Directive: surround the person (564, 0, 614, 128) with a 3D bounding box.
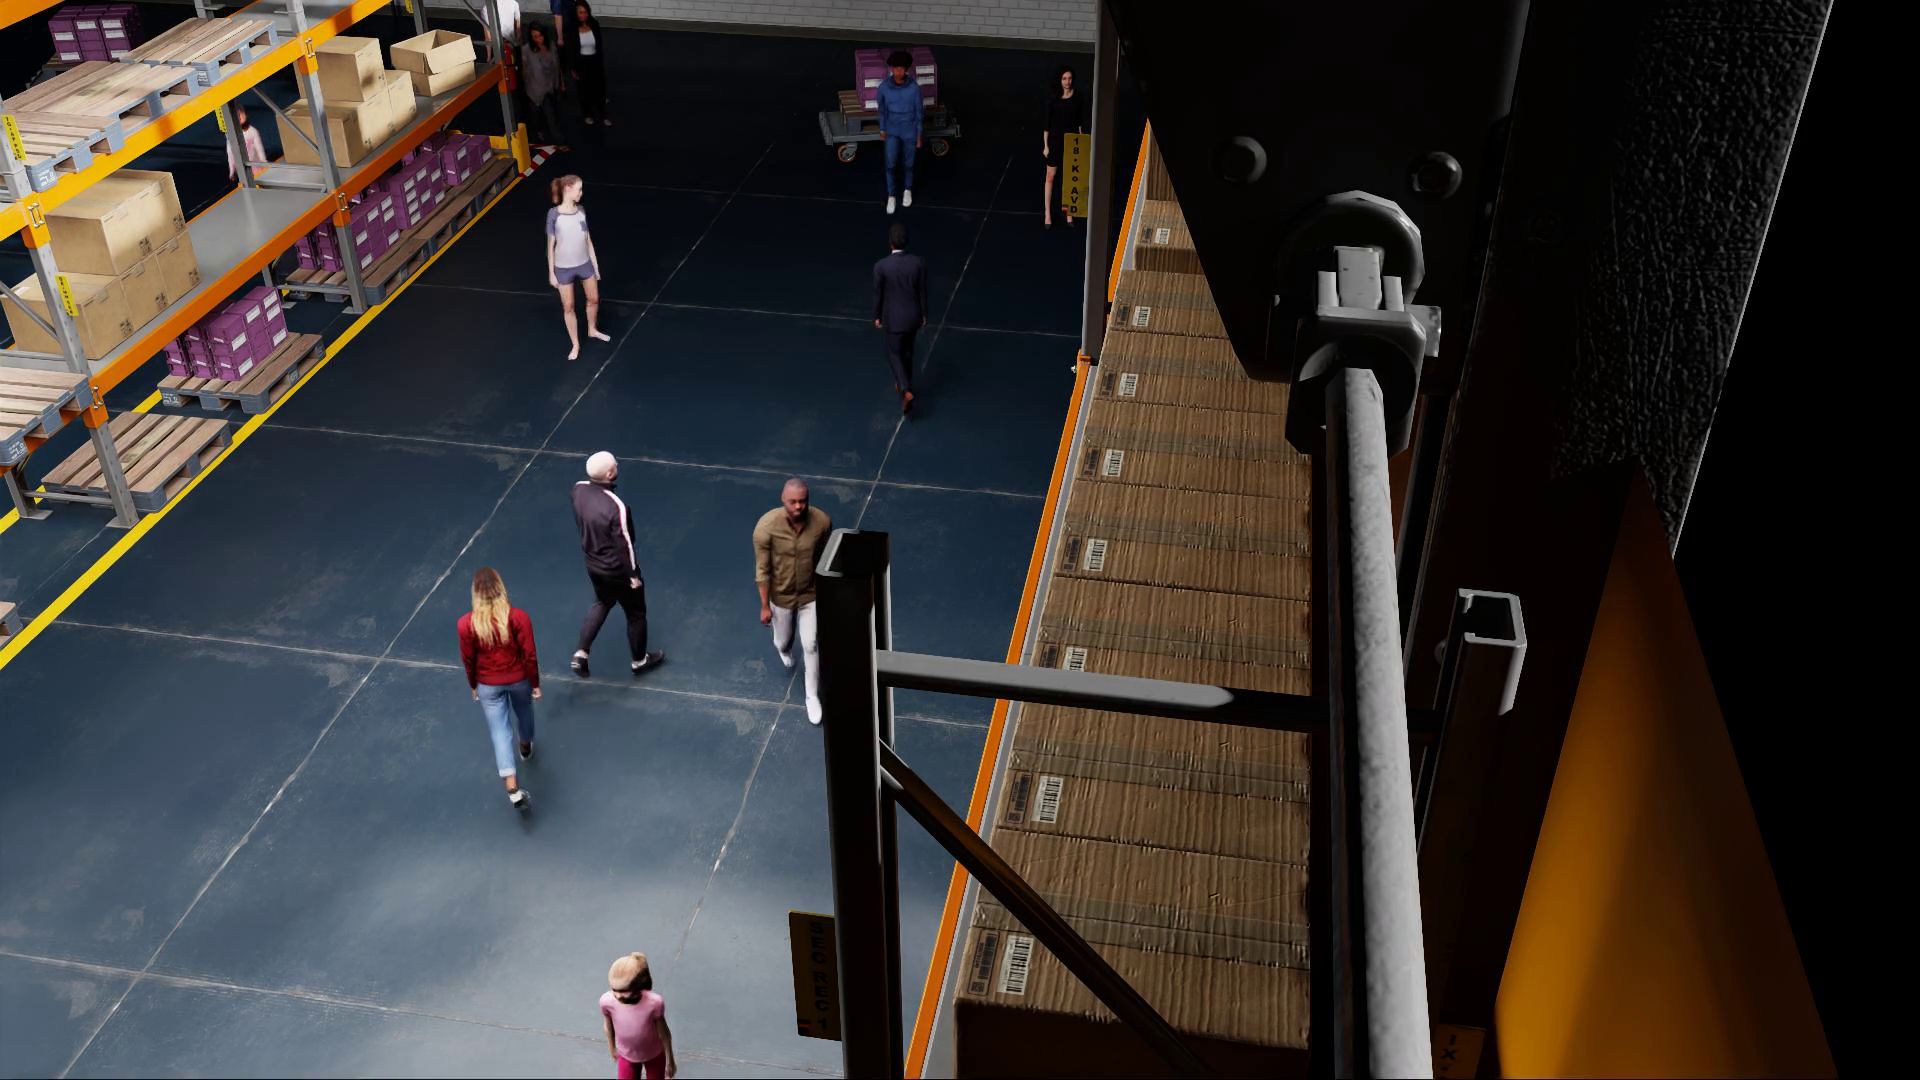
[{"bbox_3d":[-4.725,-5.998,20.886,0.862,1.599,0.923,-19,38,-27],"label":"person"}]

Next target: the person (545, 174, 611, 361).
[{"bbox_3d":[-3.653,-2.560,15.580,0.769,1.746,0.837,-12,36,-18],"label":"person"}]

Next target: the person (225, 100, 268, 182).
[{"bbox_3d":[-7.730,-4.104,18.181,0.549,1.440,0.515,6,34,9],"label":"person"}]

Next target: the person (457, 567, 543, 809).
[{"bbox_3d":[-2.854,0.941,10.447,0.928,1.600,1.167,-10,35,-15],"label":"person"}]

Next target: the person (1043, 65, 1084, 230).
[{"bbox_3d":[1.118,-4.282,18.117,0.650,1.806,0.616,-7,34,-11],"label":"person"}]

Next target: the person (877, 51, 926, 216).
[{"bbox_3d":[-0.652,-4.612,18.629,0.761,1.789,0.862,0,34,0],"label":"person"}]

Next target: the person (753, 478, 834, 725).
[{"bbox_3d":[-1.116,0.329,11.186,0.937,1.800,1.095,-8,34,-11],"label":"person"}]

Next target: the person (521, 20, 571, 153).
[{"bbox_3d":[-5.105,-5.550,20.234,1.029,1.575,1.054,25,41,33],"label":"person"}]

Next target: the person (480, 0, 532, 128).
[{"bbox_3d":[-5.688,-6.105,20.808,0.707,1.864,0.801,-27,42,-34],"label":"person"}]

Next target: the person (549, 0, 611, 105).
[{"bbox_3d":[-5.145,-6.527,21.476,0.806,1.828,1.144,2,34,3],"label":"person"}]

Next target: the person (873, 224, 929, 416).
[{"bbox_3d":[-0.487,-1.910,14.638,0.915,1.707,1.099,-9,35,-13],"label":"person"}]

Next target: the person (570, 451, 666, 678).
[{"bbox_3d":[-2.438,0.232,11.313,0.910,1.820,1.062,21,39,28],"label":"person"}]

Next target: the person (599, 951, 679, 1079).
[{"bbox_3d":[-1.604,2.514,8.385,0.551,1.262,0.571,-4,34,-6],"label":"person"}]
